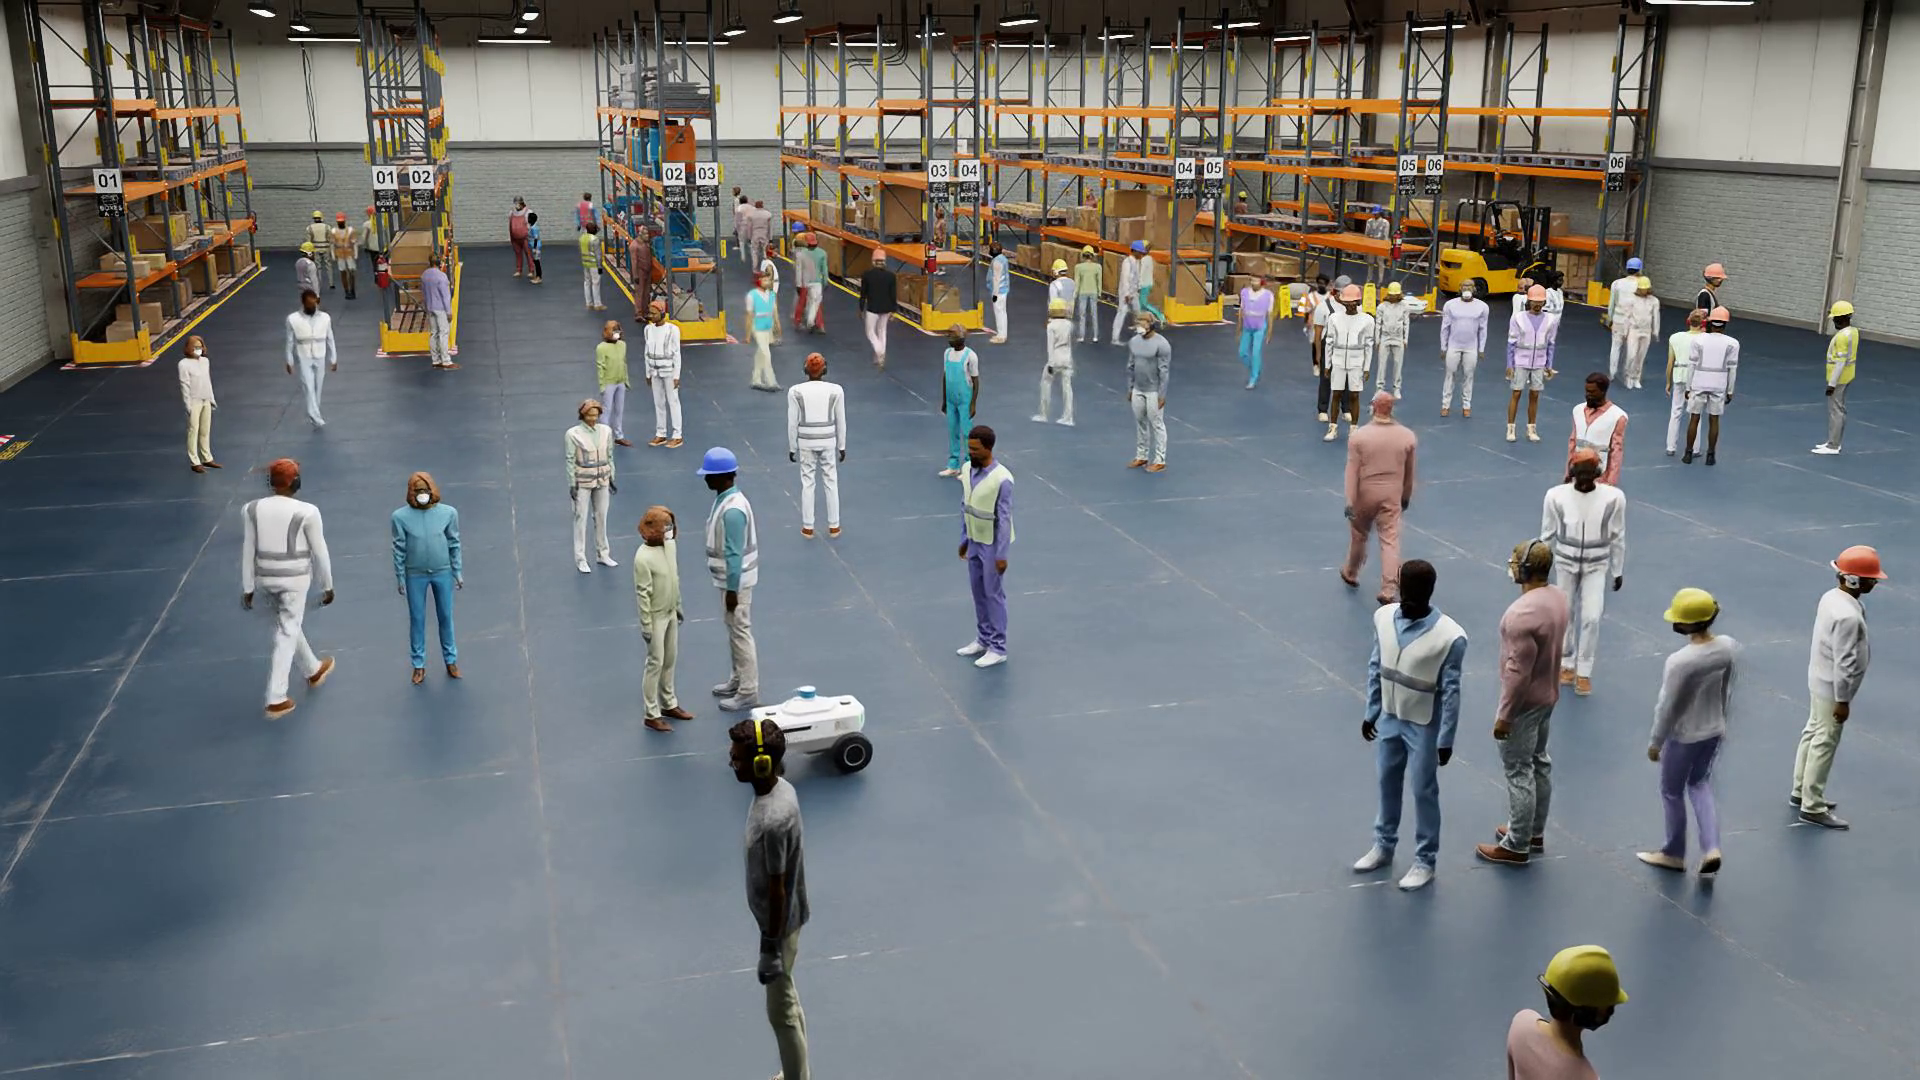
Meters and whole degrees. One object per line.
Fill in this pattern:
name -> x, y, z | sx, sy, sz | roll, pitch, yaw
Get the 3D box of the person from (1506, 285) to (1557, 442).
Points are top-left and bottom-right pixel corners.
person -> 7.370, -2.273, 21.483 | 0.605, 2.045, 0.379 | 1, 15, 3

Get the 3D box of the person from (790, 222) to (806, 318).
person -> -3.231, -5.491, 33.817 | 0.443, 1.935, 0.605 | -12, 19, -38

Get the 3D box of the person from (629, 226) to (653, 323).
person -> -6.303, -5.285, 33.114 | 0.401, 1.896, 0.650 | 5, 16, 19

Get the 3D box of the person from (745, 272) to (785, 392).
person -> -2.889, -3.139, 25.170 | 0.840, 1.812, 0.603 | 9, 18, 31

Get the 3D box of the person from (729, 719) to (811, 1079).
person -> -0.806, 1.642, 7.117 | 0.328, 1.861, 0.502 | -3, 15, -10

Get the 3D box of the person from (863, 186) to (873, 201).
person -> -2.690, -9.538, 49.189 | 0.508, 1.860, 0.333 | 12, 19, 37

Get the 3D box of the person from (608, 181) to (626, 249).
person -> -10.056, -9.566, 49.026 | 0.621, 1.990, 0.391 | 0, 15, 1

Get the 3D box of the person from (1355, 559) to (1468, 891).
person -> 2.554, 1.016, 9.371 | 0.392, 1.910, 0.593 | -11, 18, -35

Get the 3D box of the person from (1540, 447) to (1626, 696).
person -> 4.618, 0.233, 12.397 | 0.614, 1.859, 0.701 | 6, 16, 22

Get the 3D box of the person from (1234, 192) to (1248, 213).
person -> 8.058, -9.085, 47.651 | 0.312, 1.767, 0.533 | -10, 18, -33

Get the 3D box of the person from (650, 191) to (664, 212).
person -> -8.348, -8.752, 46.128 | 0.405, 1.913, 0.601 | -12, 19, -38

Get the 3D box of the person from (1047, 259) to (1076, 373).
person -> 1.619, -3.636, 27.019 | 0.404, 1.829, 0.600 | 13, 19, 40

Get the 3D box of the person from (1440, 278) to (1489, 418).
person -> 7.014, -2.675, 23.200 | 0.627, 1.940, 0.373 | 4, 15, 14

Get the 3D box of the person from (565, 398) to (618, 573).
person -> -3.471, -0.522, 15.669 | 0.513, 1.640, 0.311 | -14, 21, -43

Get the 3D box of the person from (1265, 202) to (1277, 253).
person -> 8.212, -8.136, 44.232 | 0.559, 1.674, 0.614 | -5, 16, -17

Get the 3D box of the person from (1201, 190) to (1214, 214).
person -> 7.139, -9.337, 48.340 | 0.592, 1.906, 0.546 | 12, 19, 39

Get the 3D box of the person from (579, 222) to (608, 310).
person -> -7.728, -5.762, 35.000 | 0.624, 1.844, 0.430 | 13, 20, 40

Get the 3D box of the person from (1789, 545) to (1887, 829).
person -> 5.382, 0.879, 10.179 | 0.341, 1.750, 0.567 | 5, 16, 17

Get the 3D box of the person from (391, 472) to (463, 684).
person -> -4.044, 0.278, 12.673 | 0.502, 1.633, 0.280 | -6, 16, -23

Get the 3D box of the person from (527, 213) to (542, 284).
person -> -10.238, -7.016, 39.996 | 0.316, 1.696, 0.540 | -5, 16, -19

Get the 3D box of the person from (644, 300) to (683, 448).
person -> -3.789, -2.118, 21.226 | 0.574, 1.879, 0.353 | 9, 17, 30

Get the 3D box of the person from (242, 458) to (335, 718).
person -> -4.884, 0.312, 12.172 | 0.586, 1.822, 0.995 | 3, 15, 10

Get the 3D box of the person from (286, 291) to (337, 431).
person -> -8.701, -2.421, 22.400 | 0.619, 1.852, 1.013 | -12, 19, -38

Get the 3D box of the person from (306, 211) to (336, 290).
person -> -14.834, -6.716, 38.629 | 0.589, 1.822, 0.403 | -5, 16, -19

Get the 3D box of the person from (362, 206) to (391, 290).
person -> -13.517, -6.782, 38.653 | 0.655, 1.951, 0.764 | -11, 18, -36

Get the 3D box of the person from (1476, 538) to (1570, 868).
person -> 3.269, 0.936, 9.609 | 0.353, 1.937, 0.635 | 12, 19, 39

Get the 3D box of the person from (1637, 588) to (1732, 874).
person -> 4.157, 1.097, 9.393 | 0.592, 1.732, 0.497 | -8, 17, -29

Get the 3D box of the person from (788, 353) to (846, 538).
person -> -1.442, -0.949, 16.809 | 0.578, 1.882, 0.346 | -2, 15, -7

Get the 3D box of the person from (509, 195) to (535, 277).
person -> -10.941, -7.575, 41.443 | 0.684, 2.000, 0.535 | 3, 15, 13

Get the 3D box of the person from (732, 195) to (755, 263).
person -> -5.814, -8.408, 44.994 | 0.668, 1.822, 0.436 | -9, 17, -31

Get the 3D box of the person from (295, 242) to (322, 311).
person -> -11.861, -4.517, 30.361 | 0.591, 1.823, 0.404 | 12, 19, 39

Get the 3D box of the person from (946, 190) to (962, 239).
person -> -0.190, -10.331, 52.611 | 0.501, 1.627, 0.279 | 3, 15, 10

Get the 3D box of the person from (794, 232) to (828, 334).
person -> -2.829, -4.883, 31.565 | 0.632, 1.911, 0.904 | 2, 15, 9

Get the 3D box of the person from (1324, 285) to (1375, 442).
person -> 5.004, -2.268, 21.466 | 0.607, 2.044, 0.376 | 6, 16, 22

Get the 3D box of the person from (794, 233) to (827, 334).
person -> -2.875, -4.902, 31.647 | 0.654, 1.918, 1.050 | -9, 17, -29

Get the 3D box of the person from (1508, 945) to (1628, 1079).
person -> 1.947, 2.132, 5.460 | 0.345, 1.756, 0.518 | -3, 15, -12

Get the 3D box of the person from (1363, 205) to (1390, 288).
person -> 9.772, -6.904, 39.116 | 0.610, 1.939, 0.408 | 13, 20, 40

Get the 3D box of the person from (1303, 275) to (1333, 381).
person -> 5.697, -3.361, 26.300 | 0.548, 1.651, 0.856 | 4, 15, 14

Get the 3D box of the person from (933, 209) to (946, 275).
person -> -0.506, -7.531, 42.038 | 0.309, 1.645, 0.515 | -5, 16, -19
